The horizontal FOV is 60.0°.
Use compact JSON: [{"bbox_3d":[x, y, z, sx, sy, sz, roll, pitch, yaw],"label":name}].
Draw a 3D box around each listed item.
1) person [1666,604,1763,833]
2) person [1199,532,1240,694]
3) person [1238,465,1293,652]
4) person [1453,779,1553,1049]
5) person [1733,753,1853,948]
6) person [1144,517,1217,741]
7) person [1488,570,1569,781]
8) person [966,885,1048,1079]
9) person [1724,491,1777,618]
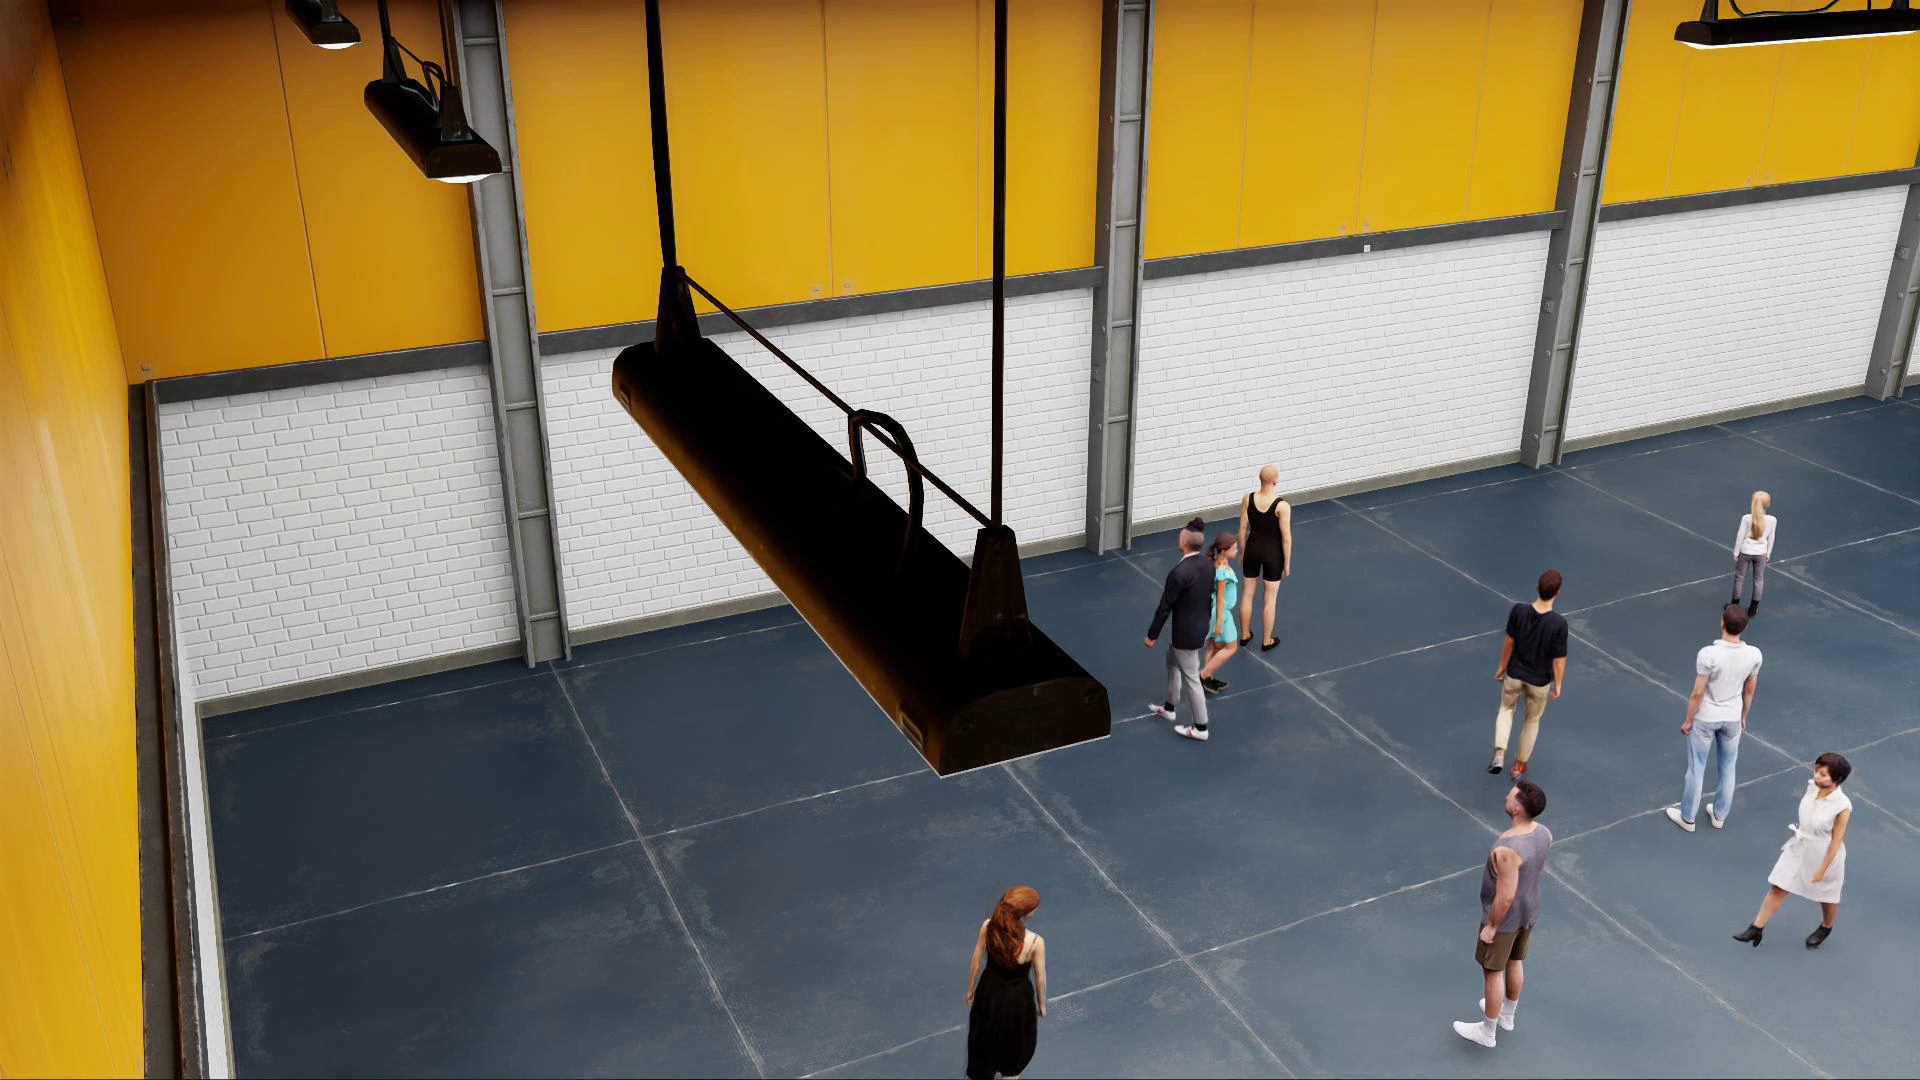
[{"bbox_3d":[5.730,1.355,12.585,0.622,1.850,0.776,-1,24,-3],"label":"person"},{"bbox_3d":[2.193,0.649,14.577,0.674,1.548,0.625,-4,24,-10],"label":"person"},{"bbox_3d":[2.796,0.155,15.374,0.719,1.816,0.711,14,27,30],"label":"person"},{"bbox_3d":[3.364,2.279,10.197,0.603,1.847,0.766,-20,30,-38],"label":"person"},{"bbox_3d":[5.849,2.125,11.239,1.009,1.516,0.643,-7,25,-16],"label":"person"},{"bbox_3d":[1.990,0.776,13.819,1.009,1.923,0.981,14,27,29],"label":"person"},{"bbox_3d":[4.463,1.117,13.136,0.871,1.845,0.944,15,28,30],"label":"person"},{"bbox_3d":[0.233,2.734,9.753,0.821,1.592,0.887,2,24,5],"label":"person"},{"bbox_3d":[7.670,0.134,16.091,0.568,1.278,0.636,6,24,13],"label":"person"}]
